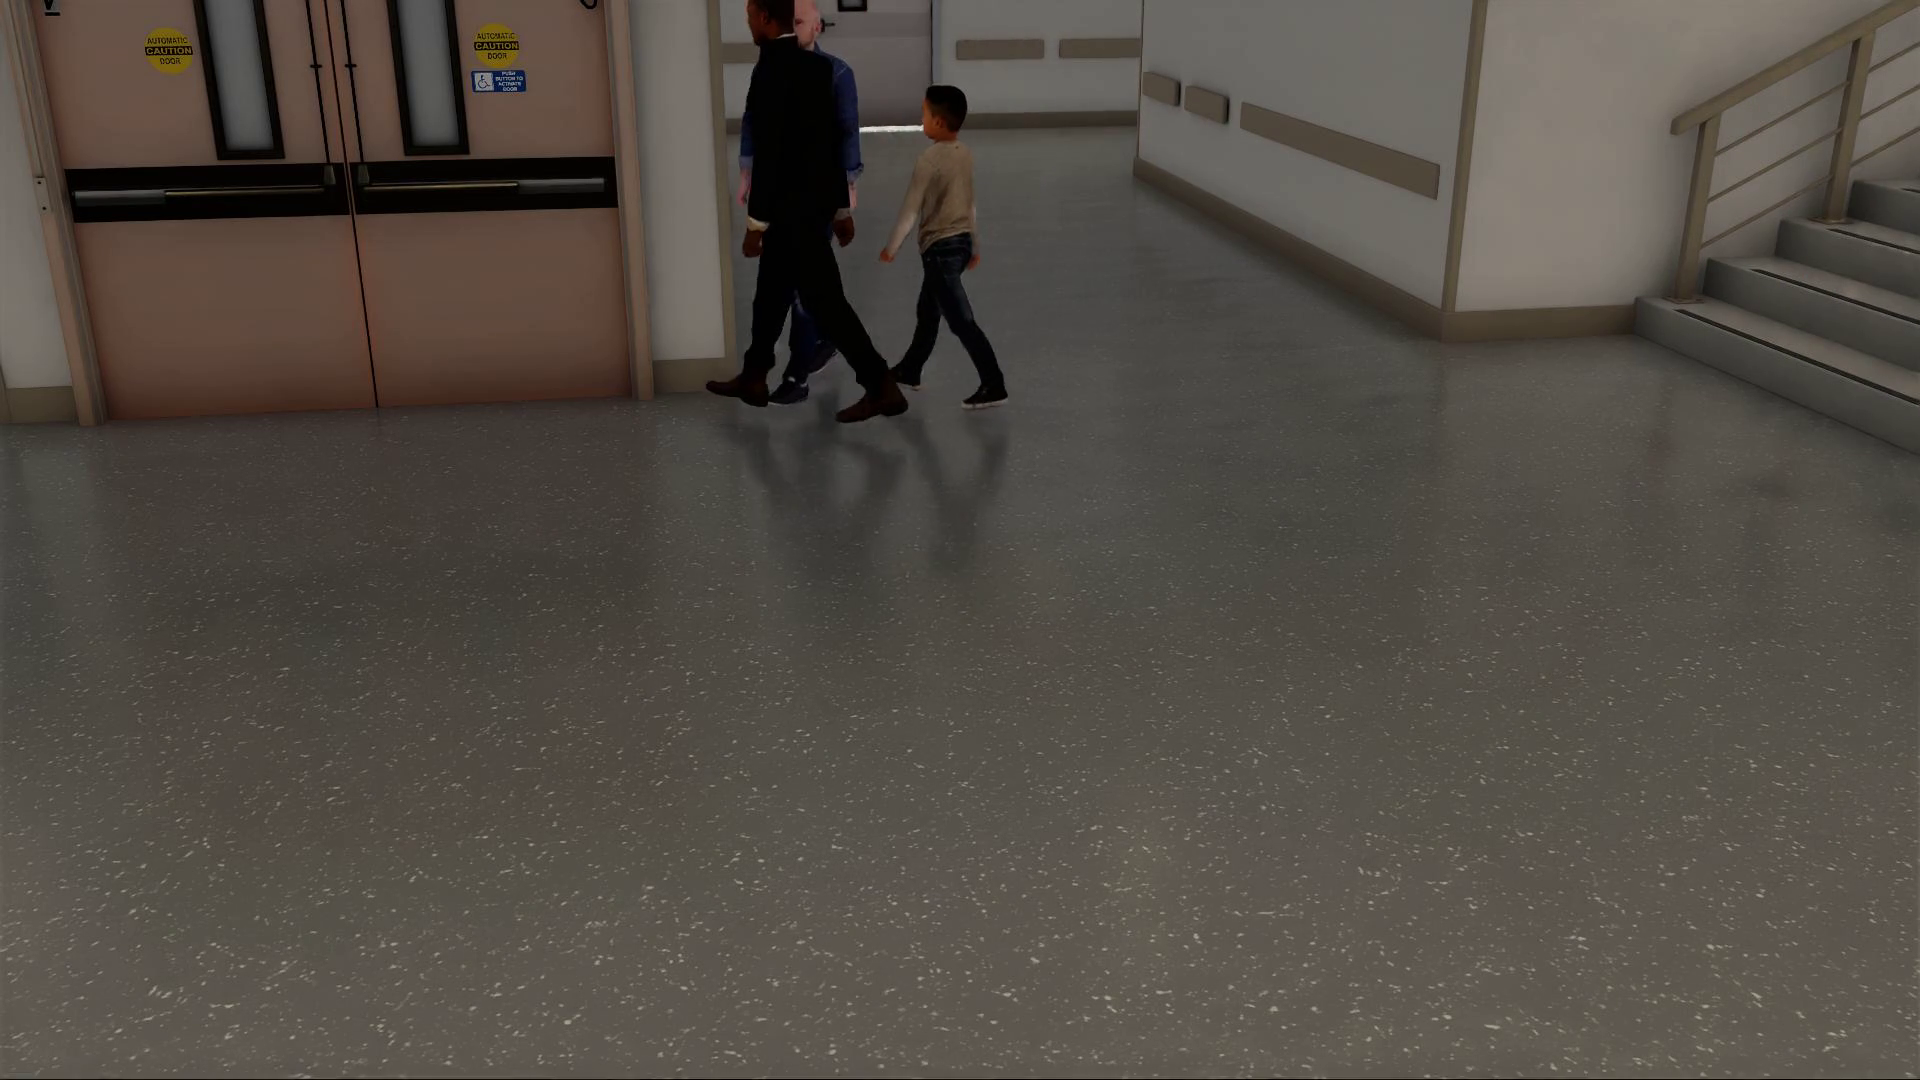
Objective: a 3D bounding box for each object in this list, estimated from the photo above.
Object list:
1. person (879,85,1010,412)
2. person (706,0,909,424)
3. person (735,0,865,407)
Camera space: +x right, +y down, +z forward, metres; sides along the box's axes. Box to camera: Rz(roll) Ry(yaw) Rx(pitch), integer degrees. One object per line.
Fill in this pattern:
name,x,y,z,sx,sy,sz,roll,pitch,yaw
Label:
person,-0.011,-1.252,7.425,1.068,1.424,0.925,11,23,26
person,-0.607,-1.379,7.154,1.367,1.853,1.105,7,22,18
person,-0.714,-1.574,7.760,1.206,1.788,1.199,10,23,25
